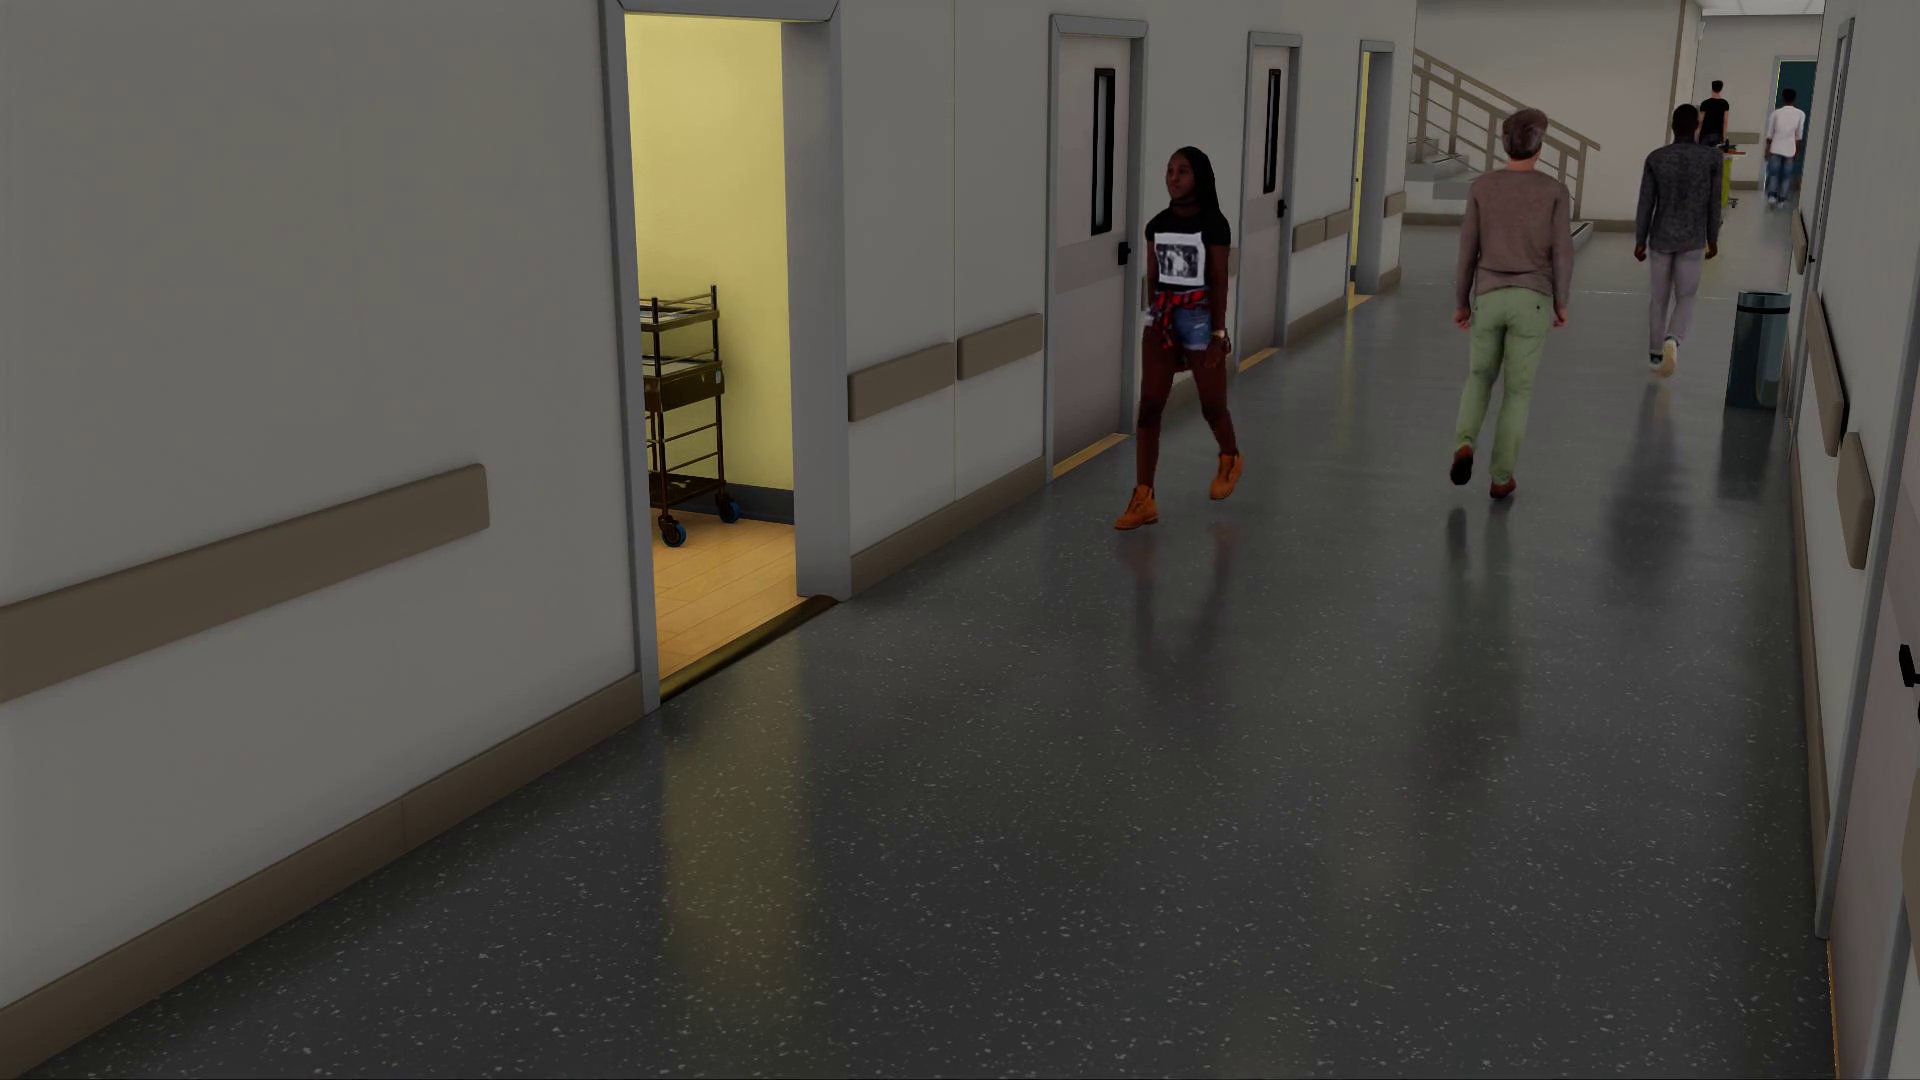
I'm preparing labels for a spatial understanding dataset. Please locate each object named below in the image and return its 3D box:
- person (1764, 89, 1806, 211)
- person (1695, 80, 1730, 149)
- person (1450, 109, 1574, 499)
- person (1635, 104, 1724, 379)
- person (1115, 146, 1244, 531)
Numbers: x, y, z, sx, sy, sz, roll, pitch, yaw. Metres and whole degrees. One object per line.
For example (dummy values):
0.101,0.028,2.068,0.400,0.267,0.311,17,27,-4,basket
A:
12.287,-5.799,24.844,1.097,1.764,0.737,7,17,22,person
13.083,-7.027,28.959,0.625,1.895,0.795,1,16,3,person
2.622,-1.091,7.968,0.702,1.859,0.756,9,18,28,person
4.859,-1.998,11.270,0.980,1.813,0.770,8,17,25,person
1.086,-0.907,7.634,1.160,1.687,0.814,10,19,33,person
